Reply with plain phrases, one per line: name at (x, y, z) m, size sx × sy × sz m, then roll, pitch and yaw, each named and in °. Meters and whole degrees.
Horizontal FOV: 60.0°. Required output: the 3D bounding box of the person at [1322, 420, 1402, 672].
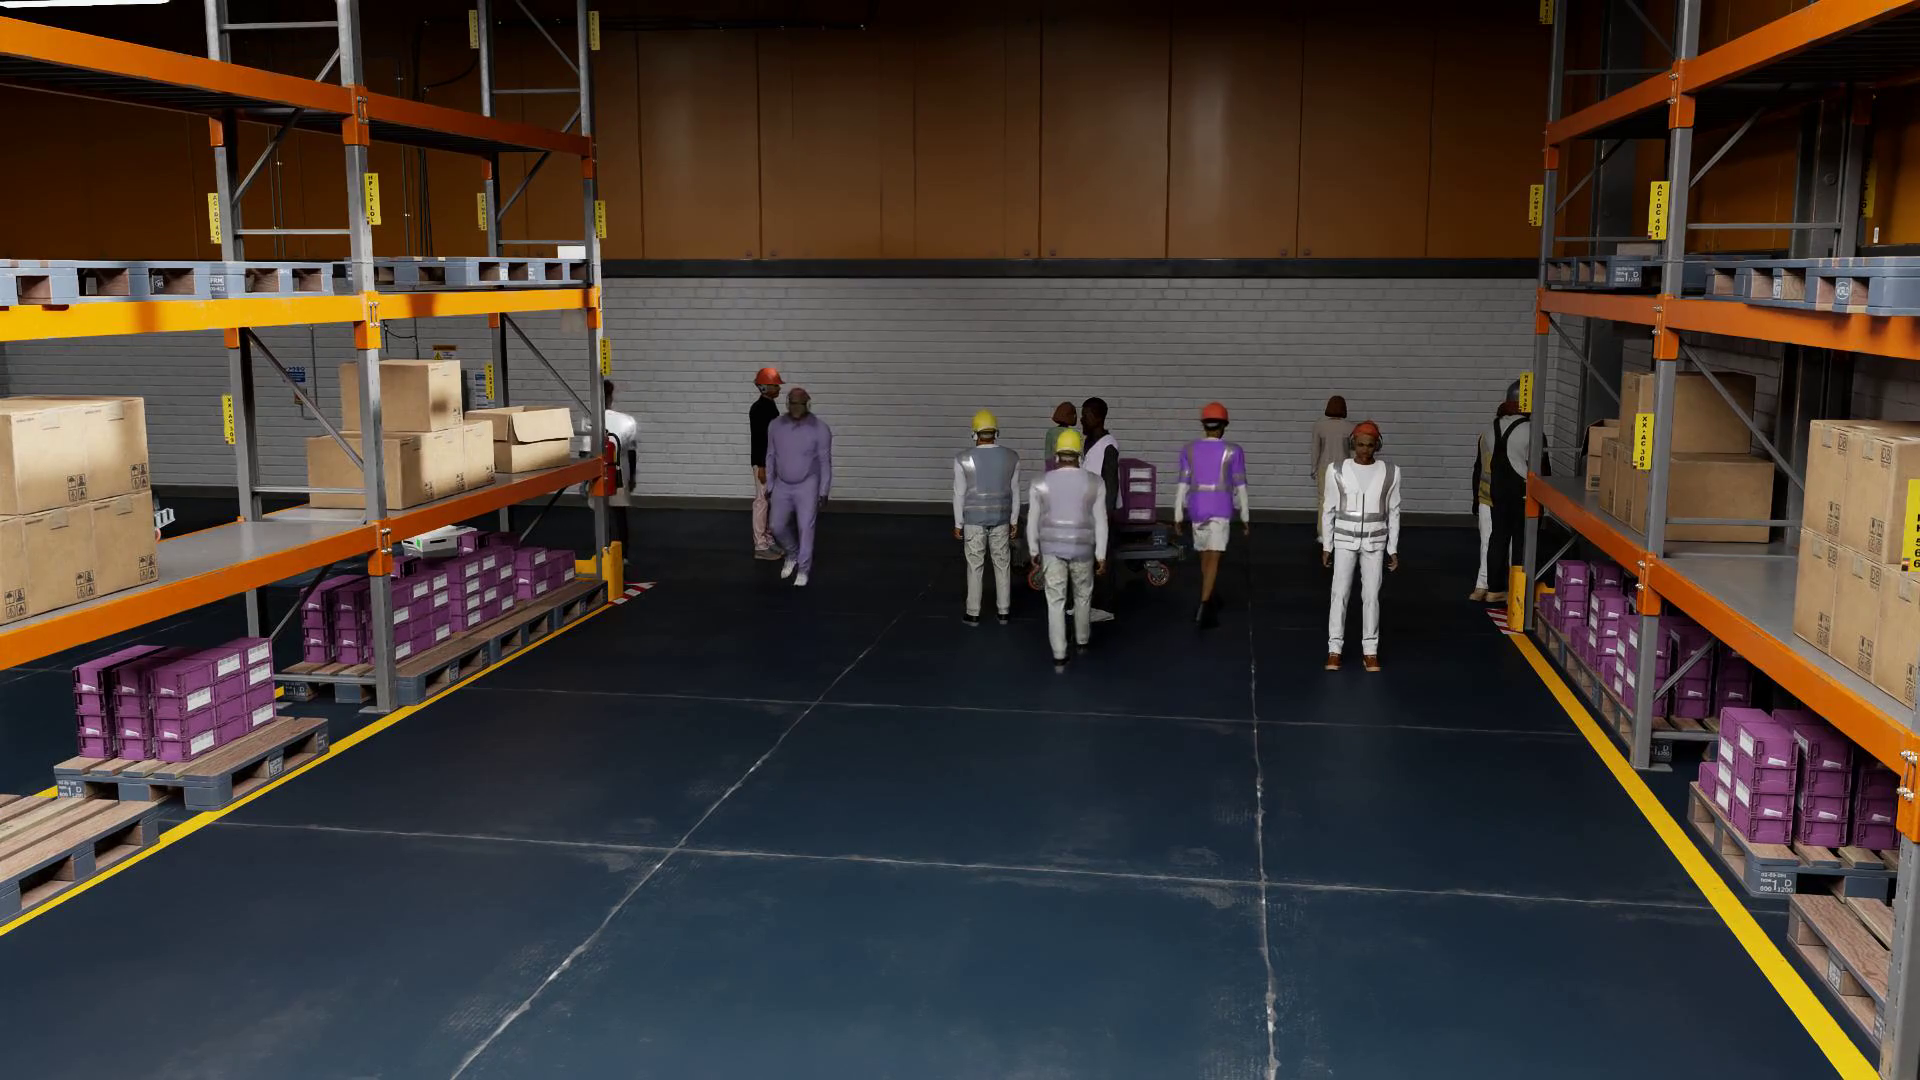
person at (2.990, 0.047, 12.433) m, size 0.572 × 1.887 × 0.356 m, roll 1°, pitch 9°, yaw 8°

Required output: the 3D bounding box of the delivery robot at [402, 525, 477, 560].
delivery robot at (-5.150, 0.010, 16.466) m, size 0.477 × 0.478 × 0.707 m, roll 8°, pitch 12°, yaw 41°

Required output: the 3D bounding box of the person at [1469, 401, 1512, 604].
person at (4.902, -0.338, 14.968) m, size 0.621 × 1.838 × 0.429 m, roll 7°, pitch 11°, yaw 36°

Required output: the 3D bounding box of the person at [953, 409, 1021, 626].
person at (0.220, -0.185, 14.025) m, size 0.590 × 1.835 × 0.404 m, roll -2°, pitch 9°, yaw -14°

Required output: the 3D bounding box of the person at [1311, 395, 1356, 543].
person at (4.102, -0.767, 18.233) m, size 0.508 × 1.632 × 0.264 m, roll 3°, pitch 10°, yaw 16°

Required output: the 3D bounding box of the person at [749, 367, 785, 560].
person at (-1.993, -0.801, 17.325) m, size 0.379 × 1.996 × 0.611 m, roll 2°, pitch 9°, yaw 10°

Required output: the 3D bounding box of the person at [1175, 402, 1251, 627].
person at (2.146, -0.230, 14.179) m, size 0.588 × 1.882 × 1.020 m, roll 4°, pitch 10°, yaw 25°

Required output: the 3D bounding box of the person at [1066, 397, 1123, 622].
person at (1.176, -0.263, 14.245) m, size 0.392 × 1.919 × 0.590 m, roll -3°, pitch 10°, yaw -20°

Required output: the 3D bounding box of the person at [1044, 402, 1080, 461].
person at (1.095, -0.627, 17.366) m, size 0.277 × 1.633 × 0.507 m, roll -8°, pitch 12°, yaw -41°

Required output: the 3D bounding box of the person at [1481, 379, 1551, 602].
person at (5.001, -0.420, 14.839) m, size 0.537 × 2.000 × 0.682 m, roll -4°, pitch 10°, yaw -25°

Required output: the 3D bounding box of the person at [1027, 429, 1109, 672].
person at (0.829, 0.051, 12.670) m, size 0.621 × 1.793 × 0.873 m, roll 1°, pitch 9°, yaw 8°

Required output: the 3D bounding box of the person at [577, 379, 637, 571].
person at (-3.530, -0.660, 16.713) m, size 0.609 × 1.925 × 1.012 m, roll -3°, pitch 10°, yaw -20°

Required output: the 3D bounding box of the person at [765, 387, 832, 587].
person at (-1.540, -0.504, 15.800) m, size 0.672 × 1.893 × 0.427 m, roll 2°, pitch 9°, yaw 12°
